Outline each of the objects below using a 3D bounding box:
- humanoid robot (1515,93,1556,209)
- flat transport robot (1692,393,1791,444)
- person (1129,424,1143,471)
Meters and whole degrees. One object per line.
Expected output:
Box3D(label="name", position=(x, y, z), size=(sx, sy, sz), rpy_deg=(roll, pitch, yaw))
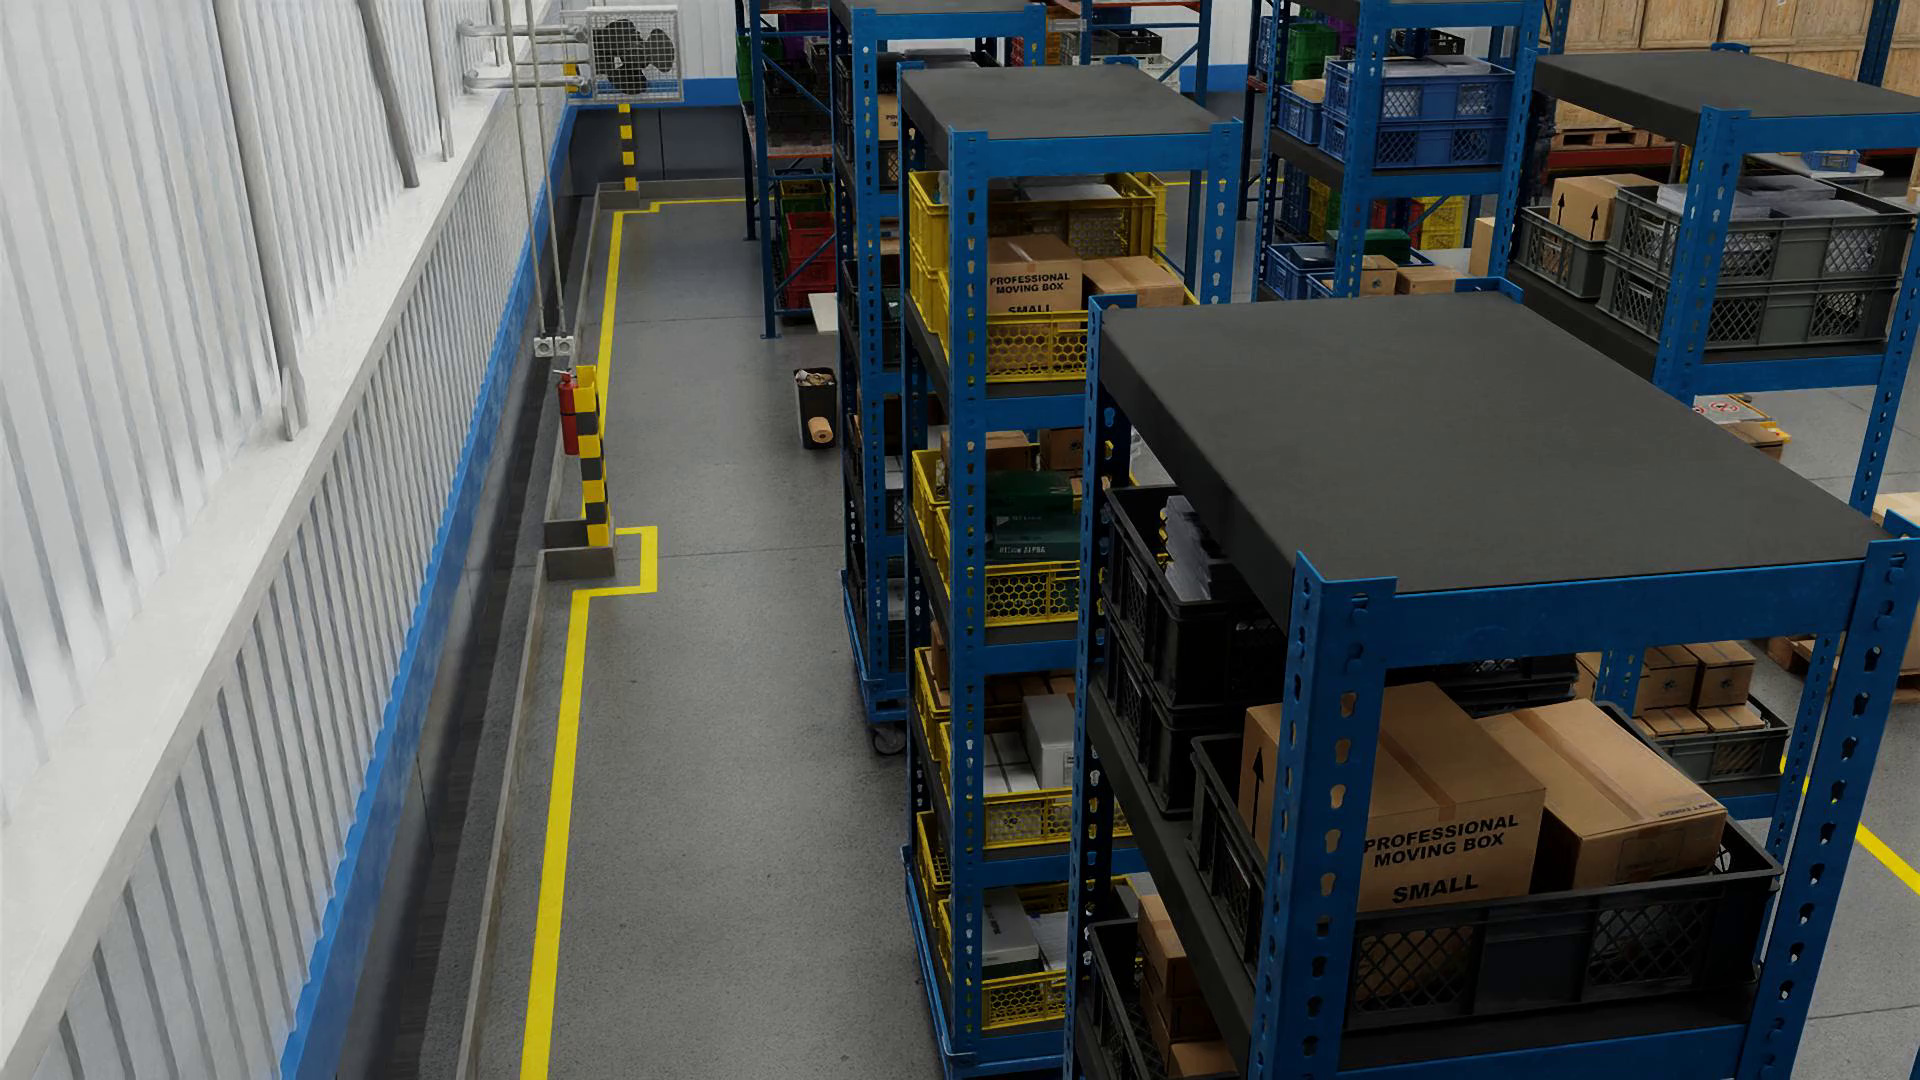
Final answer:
Box3D(label="humanoid robot", position=(6.294, -4.396, 18.149), size=(0.326, 1.660, 0.591), rpy_deg=(0, 25, 0))
Box3D(label="flat transport robot", position=(5.224, -0.859, 12.132), size=(1.431, 0.197, 0.652), rpy_deg=(-4, 25, -8))
Box3D(label="person", position=(0.900, -0.511, 9.480), size=(0.356, 1.882, 0.573), rpy_deg=(0, 25, 0))
